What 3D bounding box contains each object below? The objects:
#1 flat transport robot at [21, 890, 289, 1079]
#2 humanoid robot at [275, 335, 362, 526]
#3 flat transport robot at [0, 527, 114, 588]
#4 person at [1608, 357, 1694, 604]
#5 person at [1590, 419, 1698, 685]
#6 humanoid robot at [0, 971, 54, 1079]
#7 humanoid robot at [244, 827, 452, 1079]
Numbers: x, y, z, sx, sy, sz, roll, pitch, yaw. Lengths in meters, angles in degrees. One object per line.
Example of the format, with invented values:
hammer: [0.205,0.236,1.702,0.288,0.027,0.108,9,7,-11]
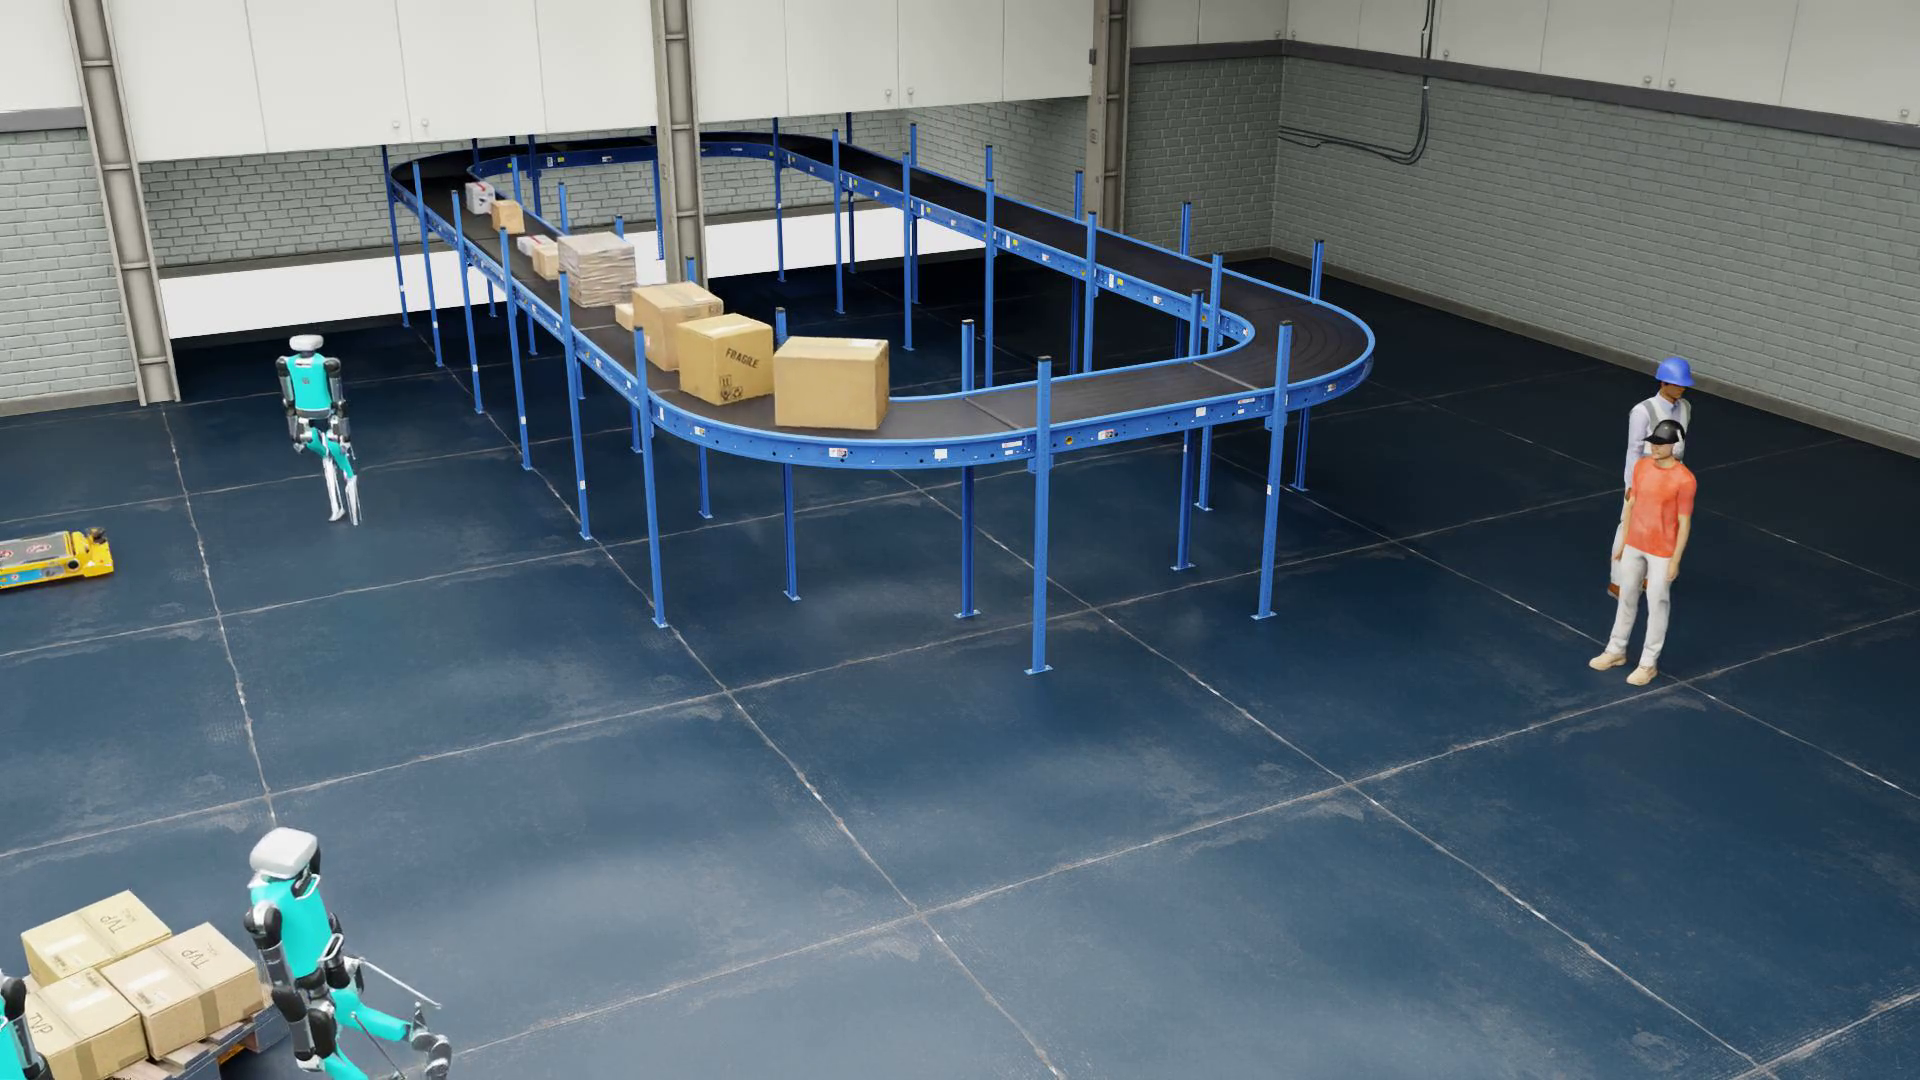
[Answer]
flat transport robot: [-3.911,2.465,7.783,0.659,0.231,1.431,12,25,26]
humanoid robot: [-5.414,-0.909,14.285,0.537,1.871,0.739,0,22,1]
flat transport robot: [-7.625,0.210,13.356,1.431,0.231,0.659,-12,25,-27]
person: [5.331,-0.465,12.788,0.603,1.949,0.386,-12,25,-28]
person: [4.755,0.081,11.490,0.408,1.912,0.475,-13,26,-30]
humanoid robot: [-3.301,2.330,6.094,0.681,1.755,0.543,3,22,8]
humanoid robot: [-2.462,2.003,7.020,0.818,1.782,0.569,0,22,1]
